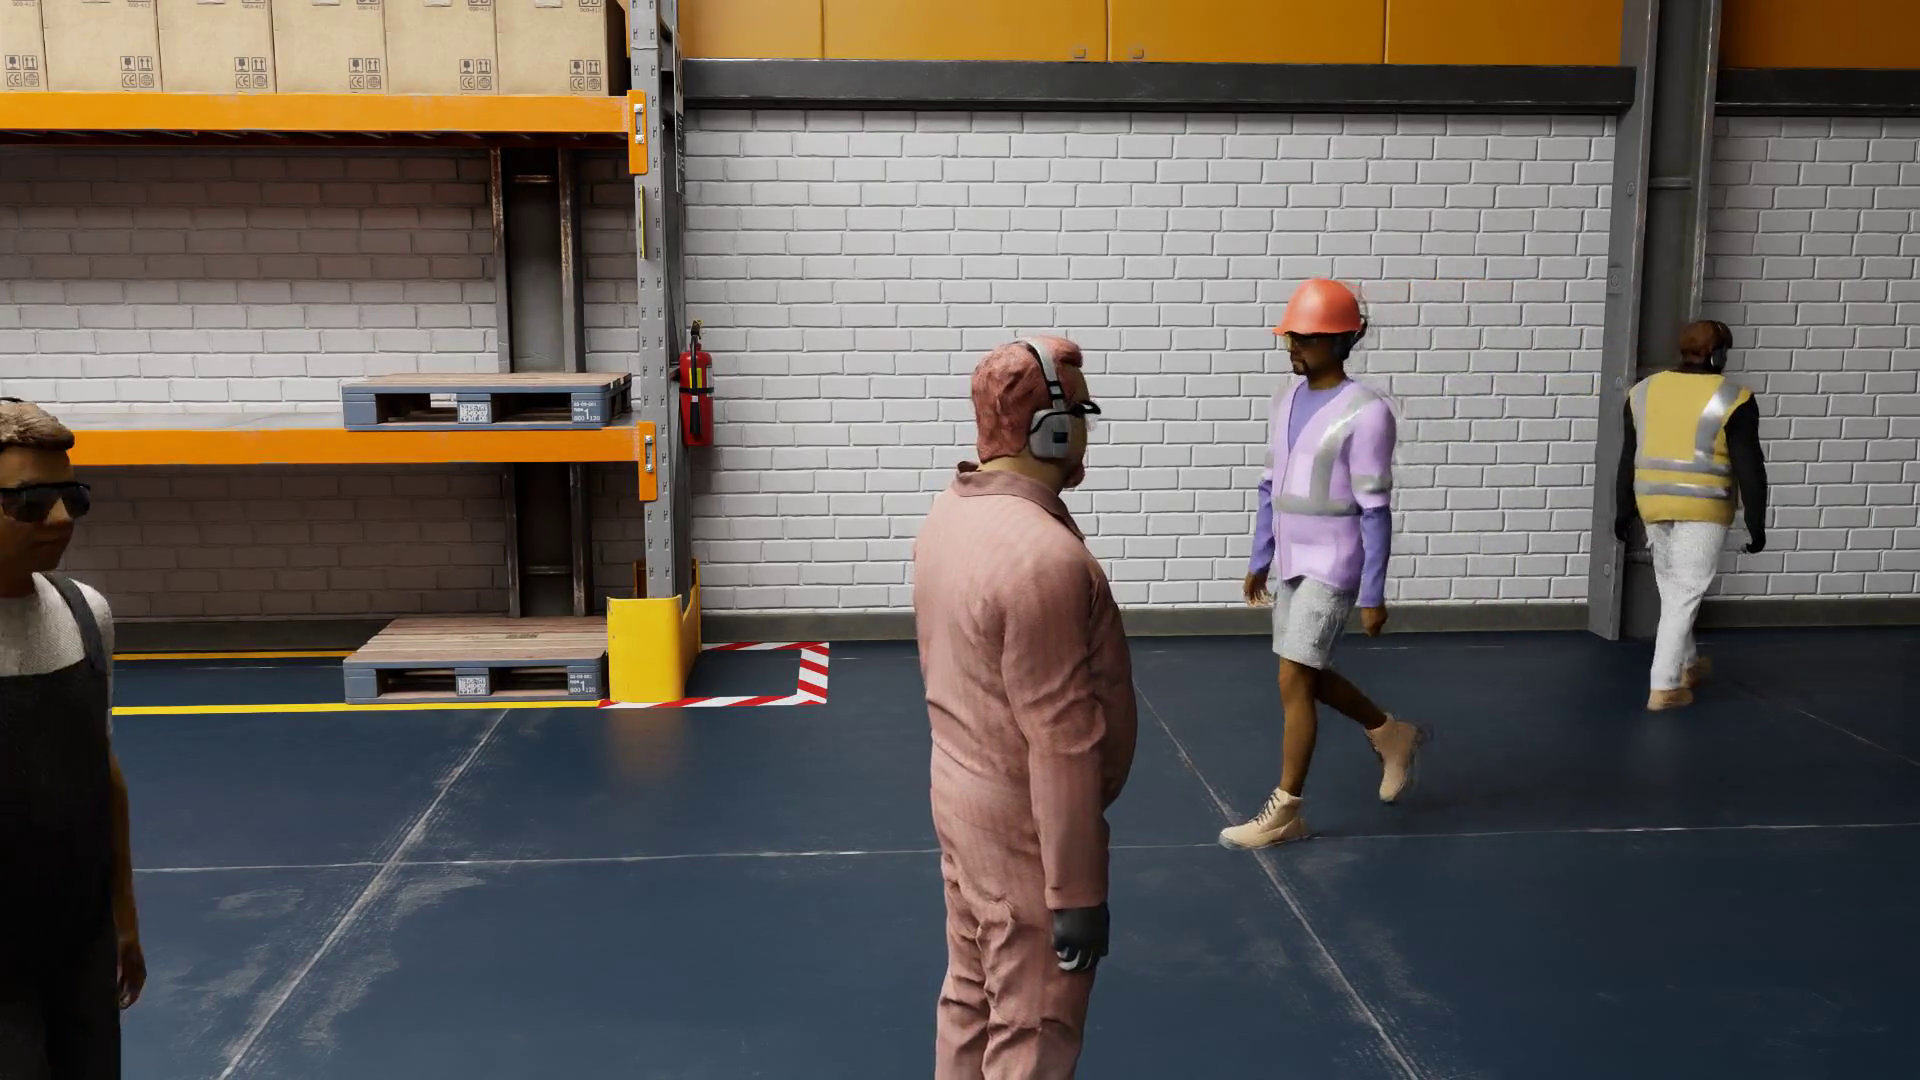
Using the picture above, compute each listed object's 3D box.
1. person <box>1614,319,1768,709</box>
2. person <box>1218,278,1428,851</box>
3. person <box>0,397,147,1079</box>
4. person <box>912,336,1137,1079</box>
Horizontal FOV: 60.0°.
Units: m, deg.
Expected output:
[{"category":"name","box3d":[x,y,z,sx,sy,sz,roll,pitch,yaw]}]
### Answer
[{"category":"person","box3d":[3.525,-0.128,7.886,0.853,1.807,0.666,-6,11,-35]},{"category":"person","box3d":[1.337,0.082,5.924,0.856,2.023,0.611,-3,10,-19]},{"category":"person","box3d":[-1.557,0.681,2.730,0.432,1.829,0.541,3,9,16]},{"category":"person","box3d":[0.141,0.567,3.221,0.409,1.907,0.651,-3,10,-19]}]
